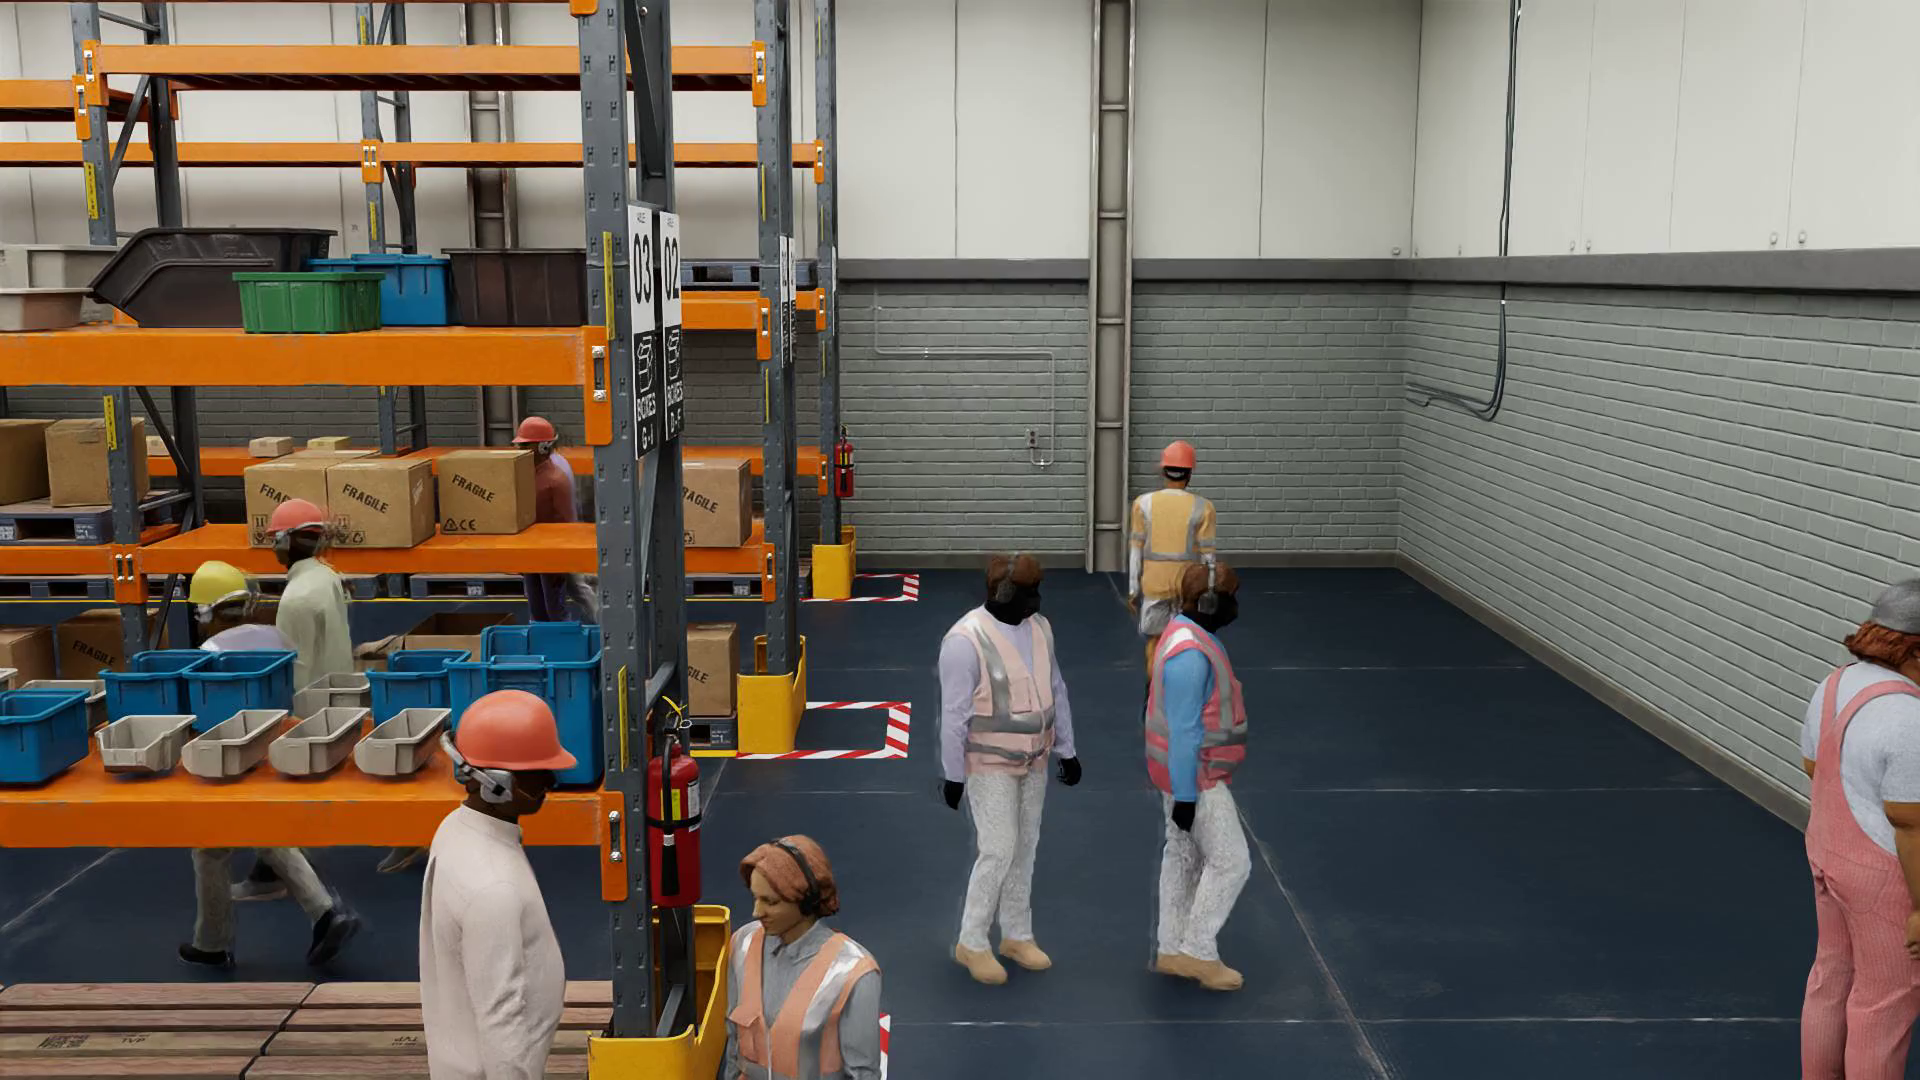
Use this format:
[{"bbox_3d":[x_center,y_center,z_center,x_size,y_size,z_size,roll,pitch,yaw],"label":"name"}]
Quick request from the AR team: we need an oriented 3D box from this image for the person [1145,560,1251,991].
[{"bbox_3d":[1.051,0.990,7.005,0.542,1.824,0.654,1,9,8],"label":"person"}]

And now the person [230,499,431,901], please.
[{"bbox_3d":[-3.094,0.764,8.089,0.945,1.942,0.645,-1,9,-7],"label":"person"}]

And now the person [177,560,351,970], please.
[{"bbox_3d":[-3.029,0.984,7.120,0.754,1.806,0.598,4,10,25],"label":"person"}]

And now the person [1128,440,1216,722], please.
[{"bbox_3d":[1.393,0.308,10.906,0.575,1.916,0.488,3,10,17],"label":"person"}]

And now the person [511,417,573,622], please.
[{"bbox_3d":[-2.976,0.116,11.854,0.381,1.995,0.611,-9,13,-44],"label":"person"}]

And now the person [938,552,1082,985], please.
[{"bbox_3d":[0.215,0.961,7.174,0.475,1.828,0.667,8,12,41],"label":"person"}]

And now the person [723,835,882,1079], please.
[{"bbox_3d":[-0.399,1.538,4.254,0.525,1.631,0.320,7,12,37],"label":"person"}]

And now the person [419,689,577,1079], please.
[{"bbox_3d":[-1.175,1.353,4.314,0.403,1.982,0.628,-4,10,-22],"label":"person"}]
